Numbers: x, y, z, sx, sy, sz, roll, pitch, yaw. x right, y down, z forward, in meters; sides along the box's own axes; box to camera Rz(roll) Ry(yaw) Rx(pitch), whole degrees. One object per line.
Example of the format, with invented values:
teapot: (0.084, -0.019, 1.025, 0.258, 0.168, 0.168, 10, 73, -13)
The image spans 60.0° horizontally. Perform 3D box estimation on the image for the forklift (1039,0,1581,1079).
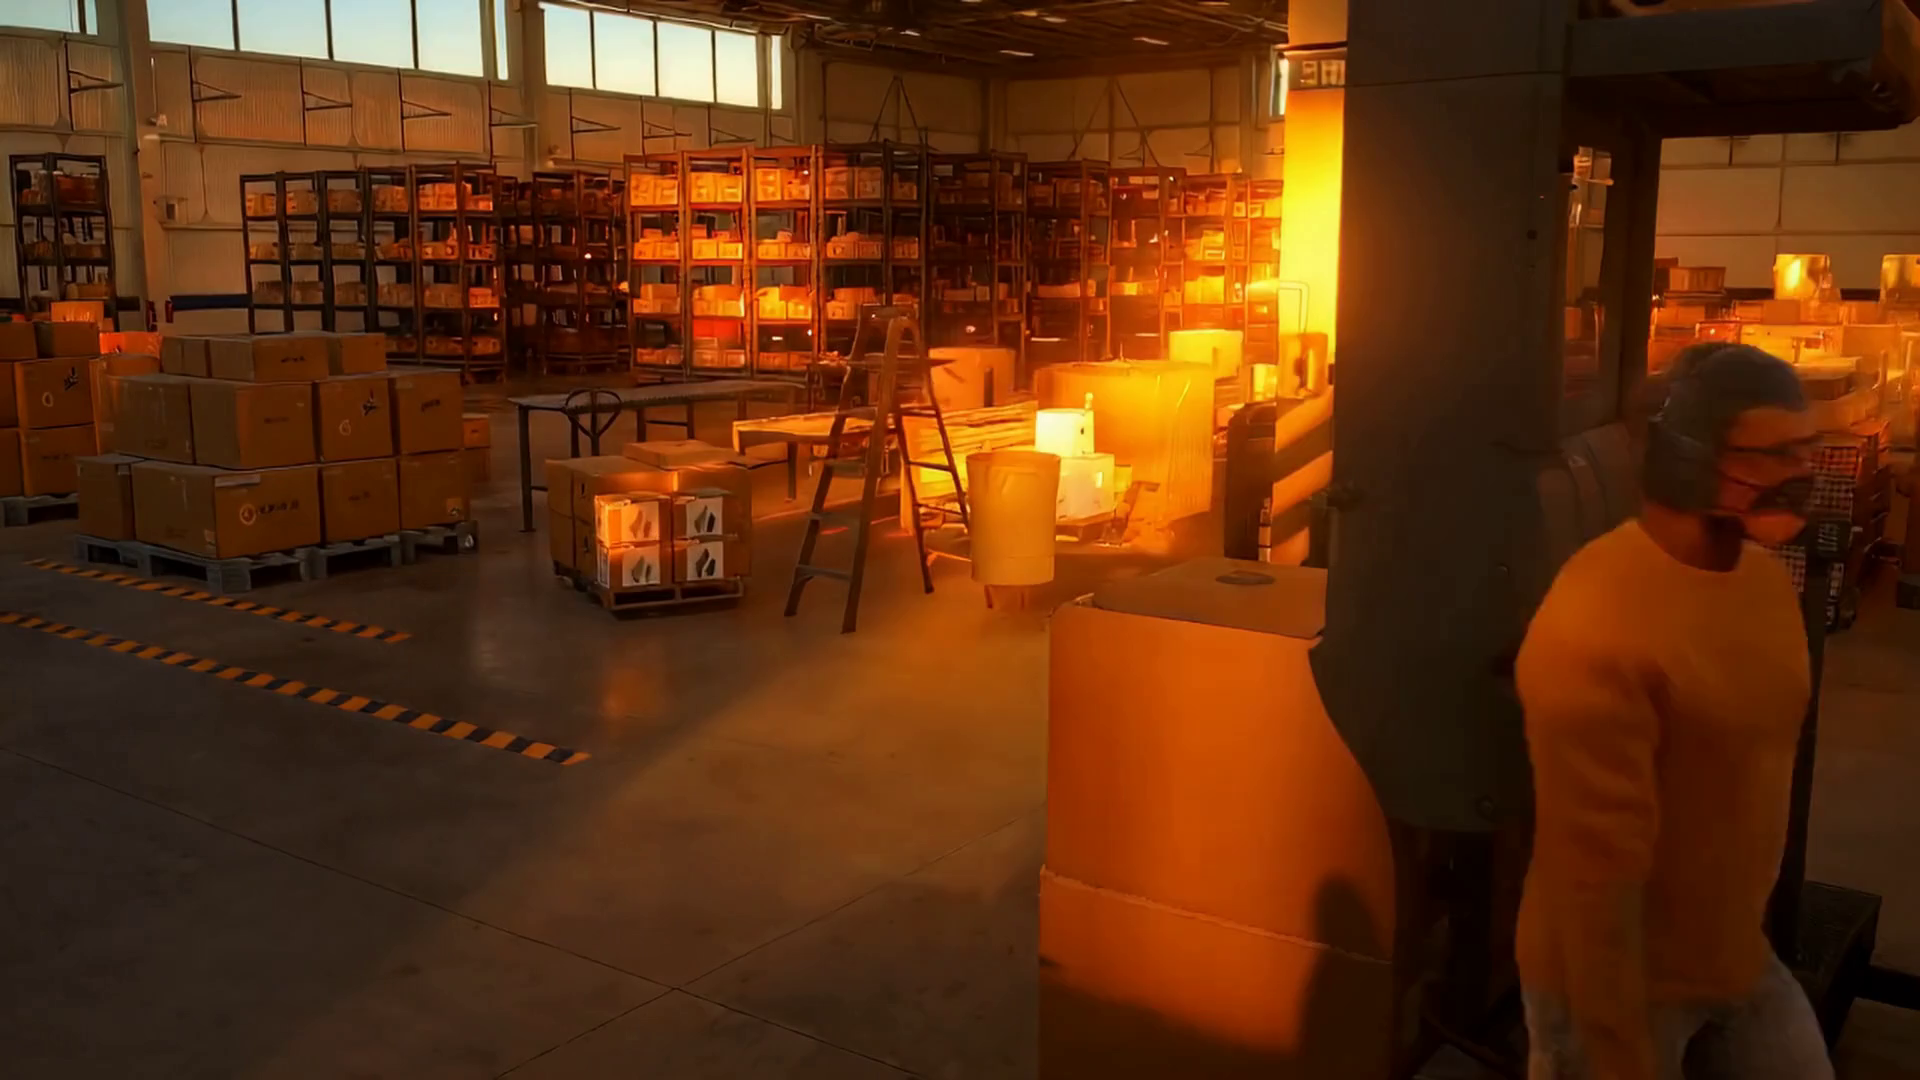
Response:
forklift: (1.249, -0.137, 4.360, 1.873, 2.768, 1.129, 7, 12, 35)

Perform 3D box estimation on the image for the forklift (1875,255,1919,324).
forklift: (22.089, -5.634, 38.796, 1.157, 1.987, 2.680, 6, 11, 33)

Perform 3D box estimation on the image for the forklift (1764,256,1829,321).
forklift: (20.253, -5.854, 40.139, 1.157, 1.987, 2.680, 7, 12, 35)

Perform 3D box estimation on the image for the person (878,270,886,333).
person: (-1.560, -4.770, 35.083, 0.584, 1.827, 0.450, 9, 13, 43)

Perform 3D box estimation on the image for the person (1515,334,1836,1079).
person: (1.071, 0.674, 2.386, 0.646, 1.913, 0.674, -7, 12, -37)

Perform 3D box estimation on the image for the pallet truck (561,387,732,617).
pallet truck: (-1.981, -0.274, 10.088, 0.680, 1.201, 1.601, -5, 11, -28)

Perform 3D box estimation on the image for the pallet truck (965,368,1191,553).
pallet truck: (0.845, -0.609, 11.869, 1.630, 1.274, 0.653, 7, 12, 35)

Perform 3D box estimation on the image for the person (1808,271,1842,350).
person: (18.091, -4.717, 34.855, 0.911, 1.789, 0.593, -4, 10, -21)
